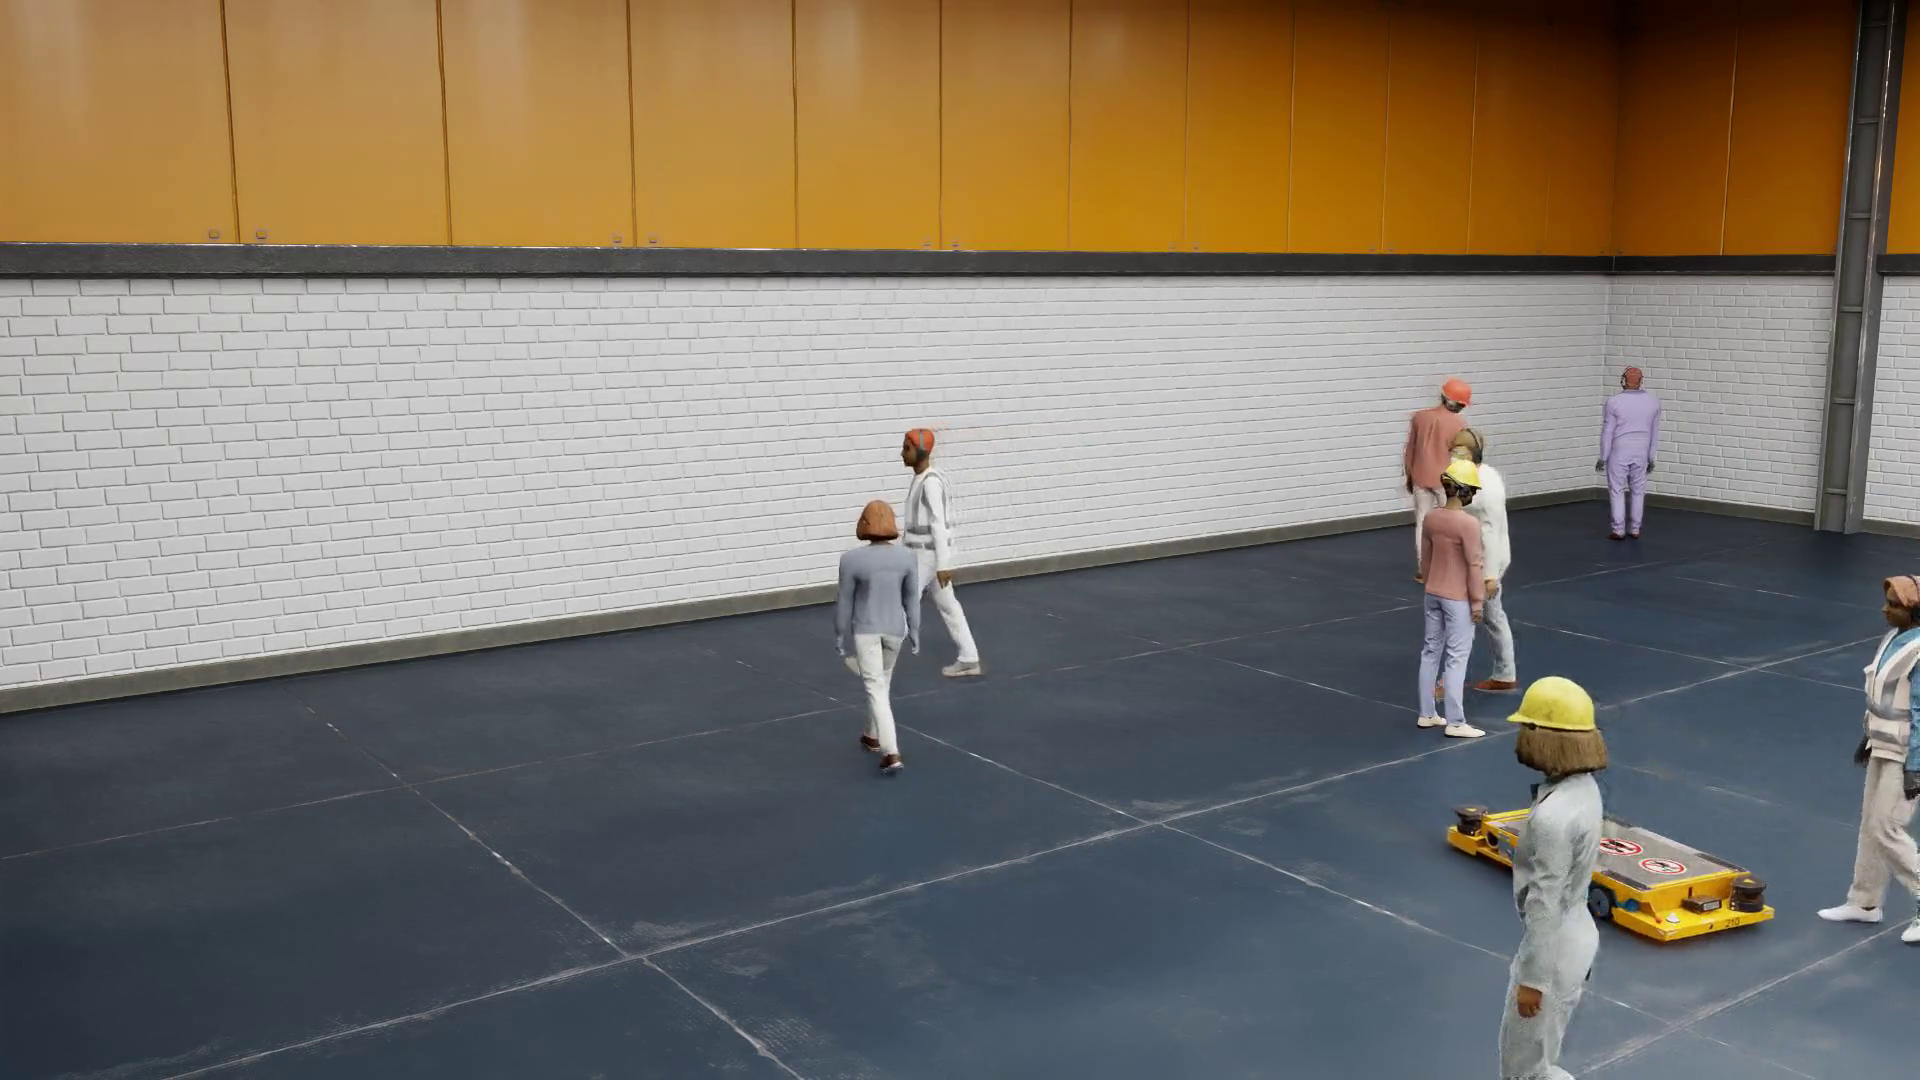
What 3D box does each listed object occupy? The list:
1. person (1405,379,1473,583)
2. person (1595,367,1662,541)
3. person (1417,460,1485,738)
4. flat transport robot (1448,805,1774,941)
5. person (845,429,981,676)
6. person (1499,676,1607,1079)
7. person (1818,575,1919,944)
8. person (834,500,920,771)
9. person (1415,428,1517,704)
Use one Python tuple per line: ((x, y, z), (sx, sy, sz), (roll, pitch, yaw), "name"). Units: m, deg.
((4.456, -0.526, 15.548), (0.697, 1.946, 0.419), (8, 12, 41), "person")
((7.301, -0.927, 18.211), (0.677, 1.920, 0.523), (-1, 9, -5), "person")
((3.138, 0.371, 10.565), (0.328, 1.760, 0.524), (-4, 10, -24), "person")
((3.069, 1.535, 7.963), (0.652, 0.197, 1.431), (-4, 10, -23), "flat transport robot")
((-0.303, 0.113, 11.953), (1.023, 1.821, 0.601), (-1, 9, -7), "person")
((1.880, 1.273, 5.110), (0.576, 1.721, 0.491), (4, 10, 25), "person")
((4.134, 0.955, 7.351), (0.406, 1.636, 0.532), (2, 9, 14), "person")
((-0.486, 0.554, 9.942), (0.510, 1.593, 0.833), (-4, 10, -24), "person")
((3.481, 0.181, 11.327), (0.880, 1.885, 0.720), (0, 9, 0), "person")
